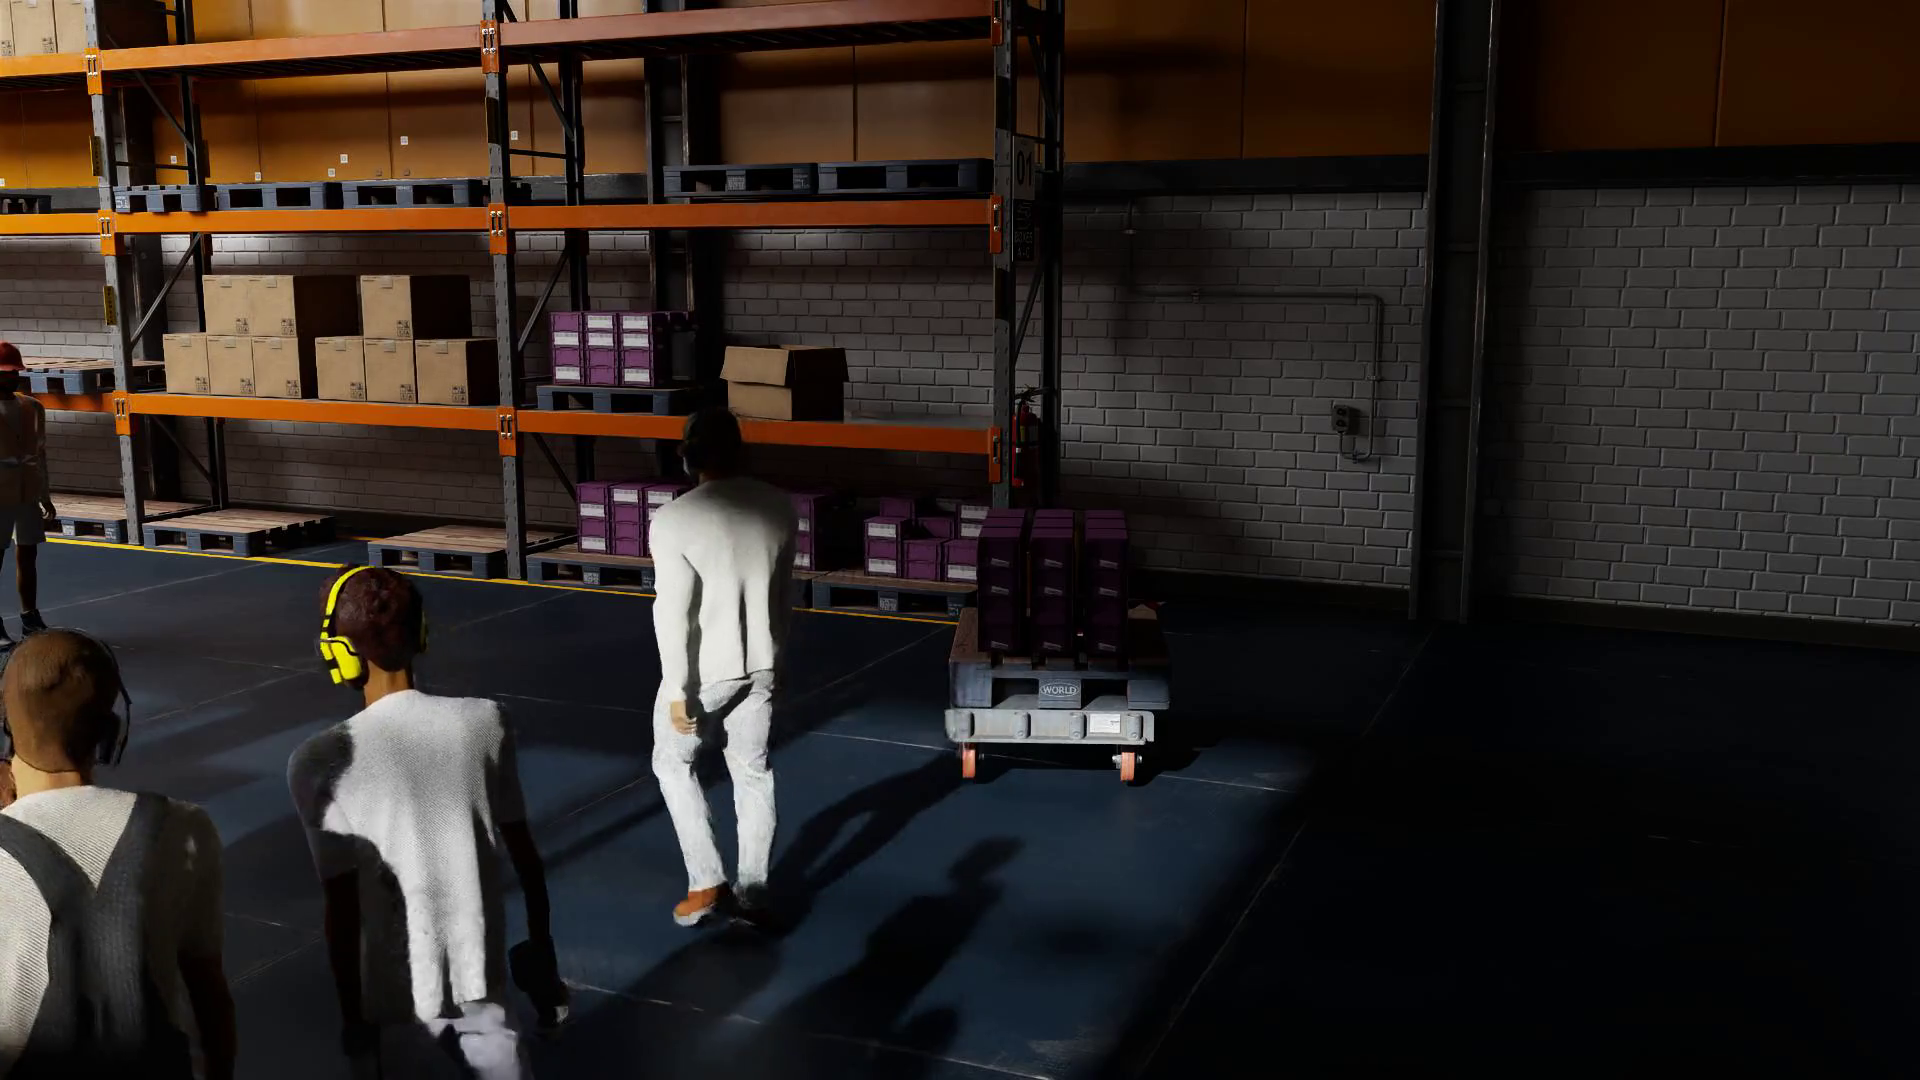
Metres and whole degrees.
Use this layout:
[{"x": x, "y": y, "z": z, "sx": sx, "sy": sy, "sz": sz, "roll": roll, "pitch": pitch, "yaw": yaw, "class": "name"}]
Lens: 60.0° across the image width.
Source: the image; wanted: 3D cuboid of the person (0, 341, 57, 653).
[{"x": -5.950, "y": -0.278, "z": 10.446, "sx": 0.375, "sy": 1.939, "sz": 0.546, "roll": 5, "pitch": 11, "yaw": 28, "class": "person"}]

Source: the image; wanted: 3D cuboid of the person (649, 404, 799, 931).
[{"x": -0.857, "y": 0.473, "z": 6.009, "sx": 0.632, "sy": 1.923, "sz": 0.458, "roll": -8, "pitch": 12, "yaw": -39, "class": "person"}]

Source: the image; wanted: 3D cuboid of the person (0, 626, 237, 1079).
[{"x": -1.468, "y": 1.060, "z": 2.811, "sx": 0.461, "sy": 1.815, "sz": 0.546, "roll": 9, "pitch": 13, "yaw": 42, "class": "person"}]

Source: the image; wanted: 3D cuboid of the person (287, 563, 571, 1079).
[{"x": -1.010, "y": 0.964, "z": 3.420, "sx": 0.556, "sy": 1.815, "sz": 0.954, "roll": -8, "pitch": 13, "yaw": -41, "class": "person"}]

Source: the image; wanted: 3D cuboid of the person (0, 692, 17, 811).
[{"x": -1.732, "y": 1.064, "z": 3.402, "sx": 0.664, "sy": 1.603, "sz": 0.507, "roll": -9, "pitch": 13, "yaw": -43, "class": "person"}]
